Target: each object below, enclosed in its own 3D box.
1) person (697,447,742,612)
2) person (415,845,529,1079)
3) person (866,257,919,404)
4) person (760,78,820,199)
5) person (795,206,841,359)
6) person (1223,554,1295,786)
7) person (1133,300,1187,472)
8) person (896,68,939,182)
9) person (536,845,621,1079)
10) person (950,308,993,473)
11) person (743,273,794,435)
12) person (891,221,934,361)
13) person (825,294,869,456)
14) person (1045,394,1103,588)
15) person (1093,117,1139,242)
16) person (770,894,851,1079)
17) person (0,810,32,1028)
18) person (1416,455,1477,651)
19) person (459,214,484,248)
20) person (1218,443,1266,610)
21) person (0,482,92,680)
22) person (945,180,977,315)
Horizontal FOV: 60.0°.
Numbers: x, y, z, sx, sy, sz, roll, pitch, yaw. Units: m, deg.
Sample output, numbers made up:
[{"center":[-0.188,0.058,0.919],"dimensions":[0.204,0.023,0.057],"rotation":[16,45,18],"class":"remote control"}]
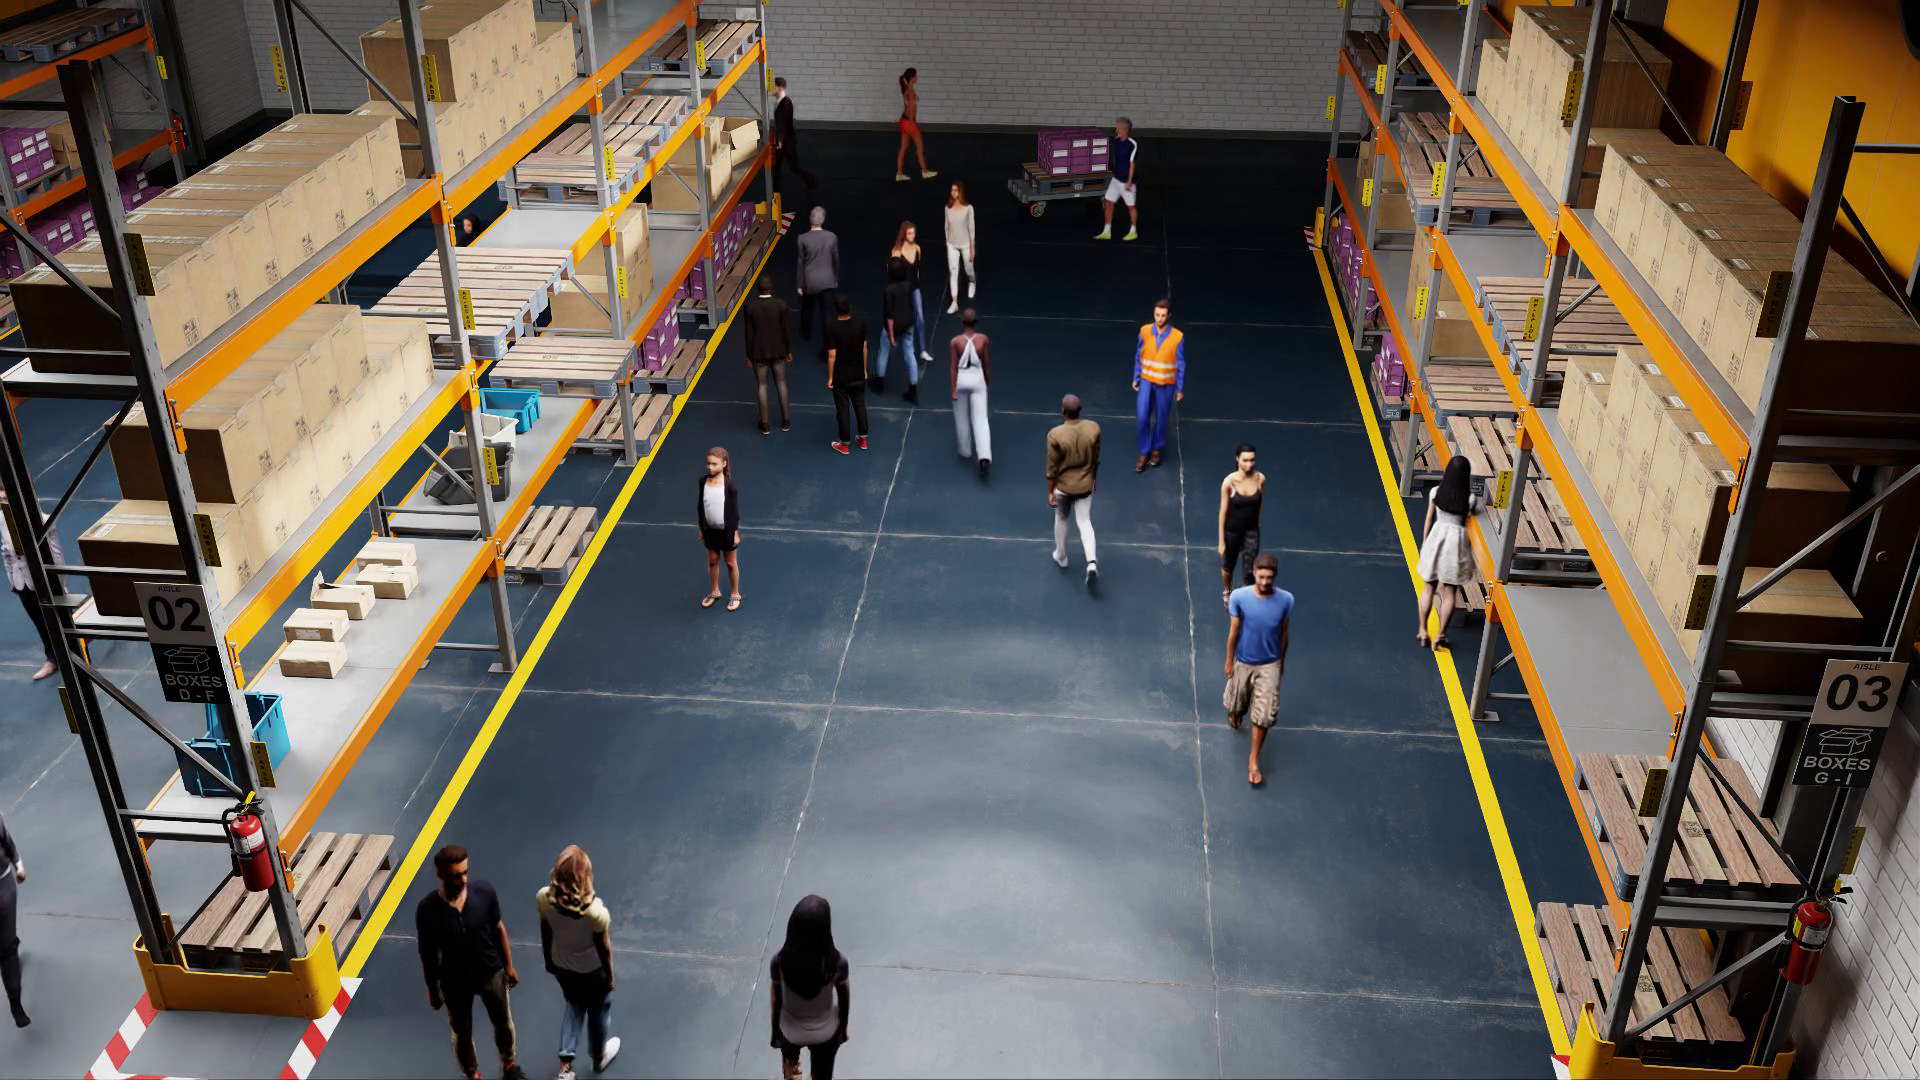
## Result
[{"center":[-2.140,-0.118,14.821],"dimensions":[0.573,1.555,0.588],"rotation":[7,29,13],"class":"person"},{"center":[-2.844,2.525,9.661],"dimensions":[0.738,1.856,0.745],"rotation":[-12,31,-21],"class":"person"},{"center":[-0.628,-2.336,18.761],"dimensions":[0.946,1.675,1.024],"rotation":[-20,34,-32],"class":"person"},{"center":[-2.599,-6.179,25.627],"dimensions":[1.030,1.847,1.174],"rotation":[-9,30,-17],"class":"person"},{"center":[-1.676,-3.052,19.961],"dimensions":[1.032,1.783,1.323],"rotation":[-9,30,-16],"class":"person"},{"center":[2.253,0.885,12.682],"dimensions":[0.630,1.843,1.043],"rotation":[3,29,5],"class":"person"},{"center":[2.078,-1.658,17.337],"dimensions":[0.790,1.849,0.816],"rotation":[8,30,14],"class":"person"},{"center":[-0.891,-6.573,26.434],"dimensions":[0.929,1.766,0.981],"rotation":[-11,30,-19],"class":"person"},{"center":[-2.265,2.558,9.754],"dimensions":[0.724,1.709,0.881],"rotation":[8,30,15],"class":"person"},{"center":[0.124,-1.511,17.164],"dimensions":[0.814,1.757,1.136],"rotation":[-7,29,-12],"class":"person"},{"center":[-2.077,-2.028,18.067],"dimensions":[0.731,1.799,0.672],"rotation":[-7,29,-13],"class":"person"},{"center":[-0.714,-3.011,19.998],"dimensions":[1.027,1.676,1.156],"rotation":[-18,33,-30],"class":"person"},{"center":[-1.188,-1.763,17.628],"dimensions":[0.706,1.756,0.729],"rotation":[-15,32,-26],"class":"person"},{"center":[1.073,-0.444,15.165],"dimensions":[0.919,1.798,1.166],"rotation":[-7,29,-12],"class":"person"},{"center":[2.427,-5.159,23.799],"dimensions":[1.028,1.808,0.962],"rotation":[-24,37,-37],"class":"person"},{"center":[-0.866,2.800,9.344],"dimensions":[0.639,1.678,0.652],"rotation":[-1,29,-1],"class":"person"},{"center":[-6.159,2.148,10.507],"dimensions":[1.015,1.708,1.285],"rotation":[-11,30,-19],"class":"person"},{"center":[4.145,0.111,14.180],"dimensions":[0.739,1.766,0.763],"rotation":[15,32,26],"class":"person"},{"center":[-5.911,-3.234,20.471],"dimensions":[0.661,1.615,0.659],"rotation":[9,30,16],"class":"person"},{"center":[2.423,-0.096,14.635],"dimensions":[0.764,1.695,1.116],"rotation":[-5,29,-9],"class":"person"},{"center":[-7.583,0.321,13.708],"dimensions":[0.706,1.851,0.599],"rotation":[6,29,11],"class":"person"},{"center":[0.039,-3.817,21.462],"dimensions":[0.743,1.690,1.124],"rotation":[8,30,14],"class":"person"}]
